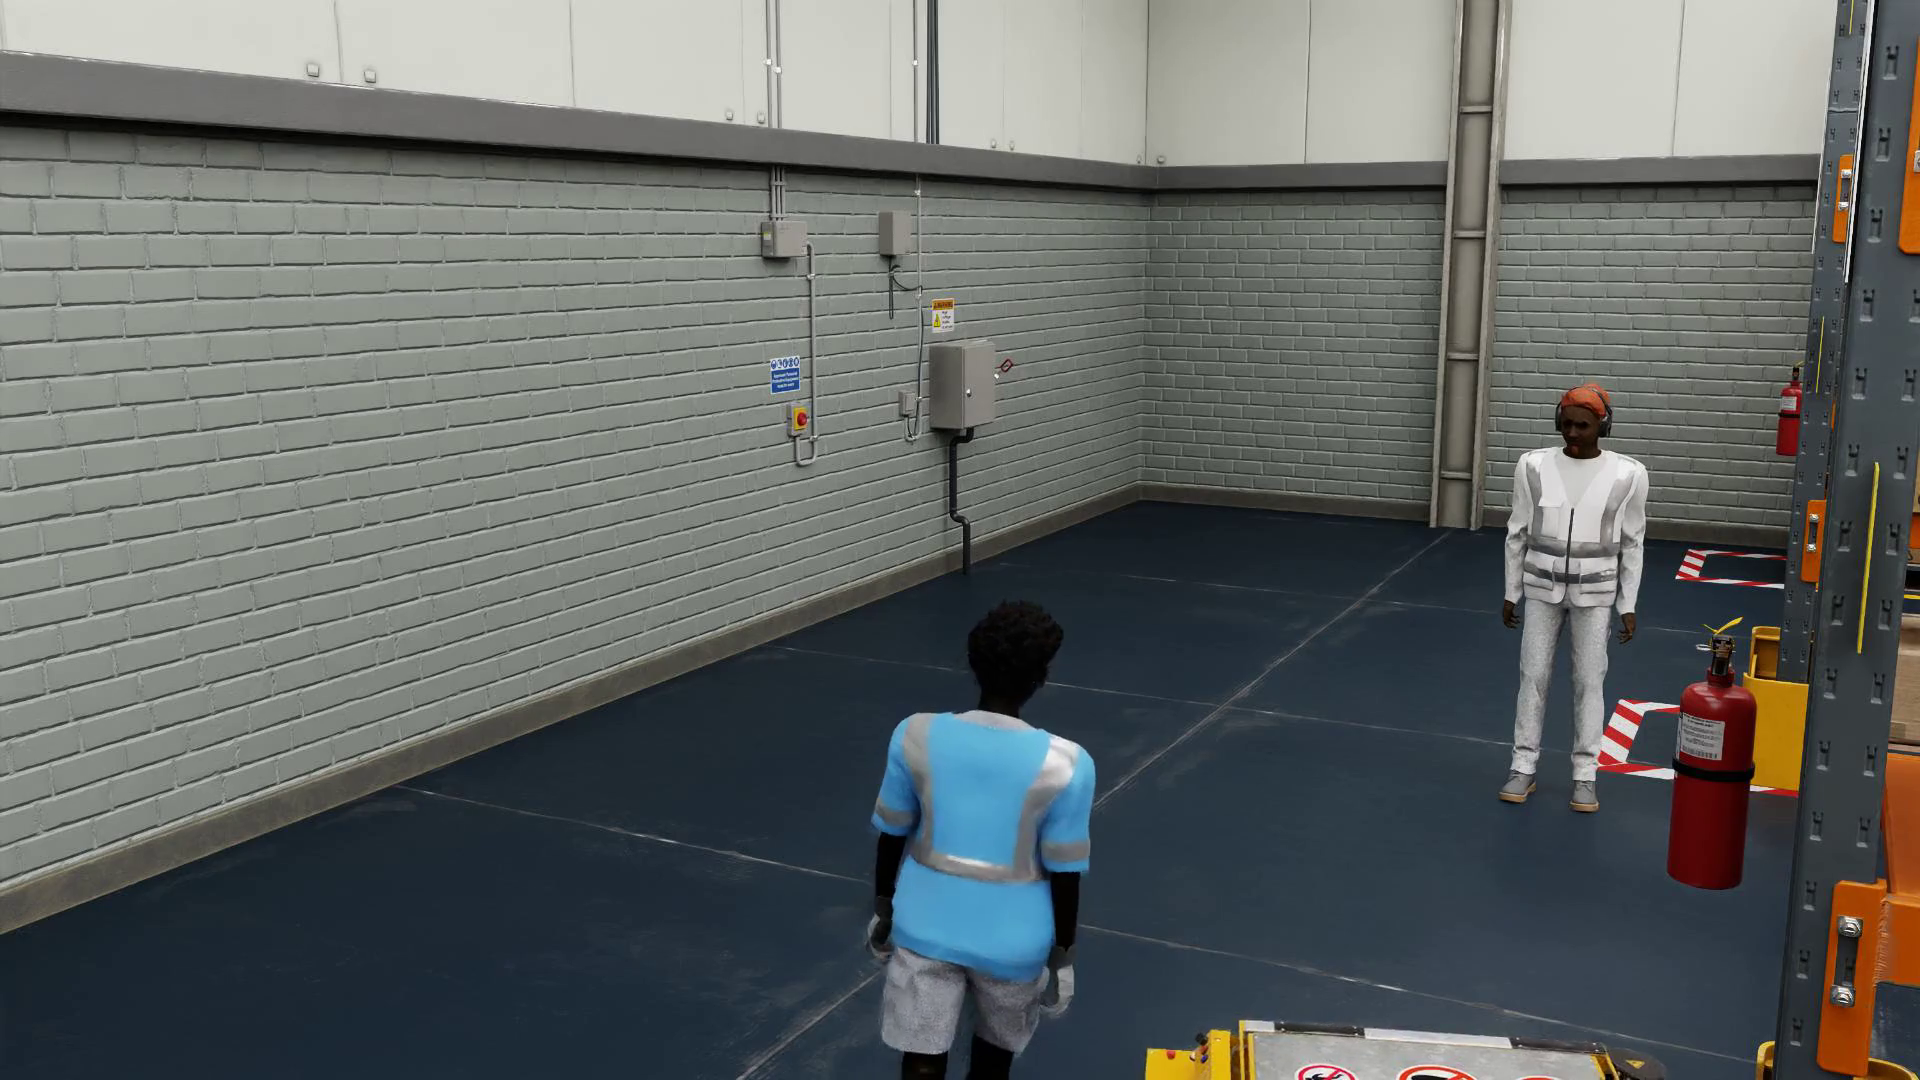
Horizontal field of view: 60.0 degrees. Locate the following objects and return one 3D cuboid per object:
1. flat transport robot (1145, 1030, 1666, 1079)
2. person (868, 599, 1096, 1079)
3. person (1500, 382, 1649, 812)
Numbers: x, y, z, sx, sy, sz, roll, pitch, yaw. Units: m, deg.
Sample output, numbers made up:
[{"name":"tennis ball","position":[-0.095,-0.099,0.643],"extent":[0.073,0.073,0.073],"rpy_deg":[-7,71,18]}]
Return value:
[{"name":"flat transport robot","position":[1.216,1.569,4.518],"extent":[1.431,0.197,0.652],"rpy_deg":[2,11,8]},{"name":"person","position":[0.017,0.980,3.966],"extent":[0.572,1.660,0.758],"rpy_deg":[3,11,14]},{"name":"person","position":[2.677,0.250,7.304],"extent":[0.573,1.887,0.355],"rpy_deg":[5,12,26]}]
